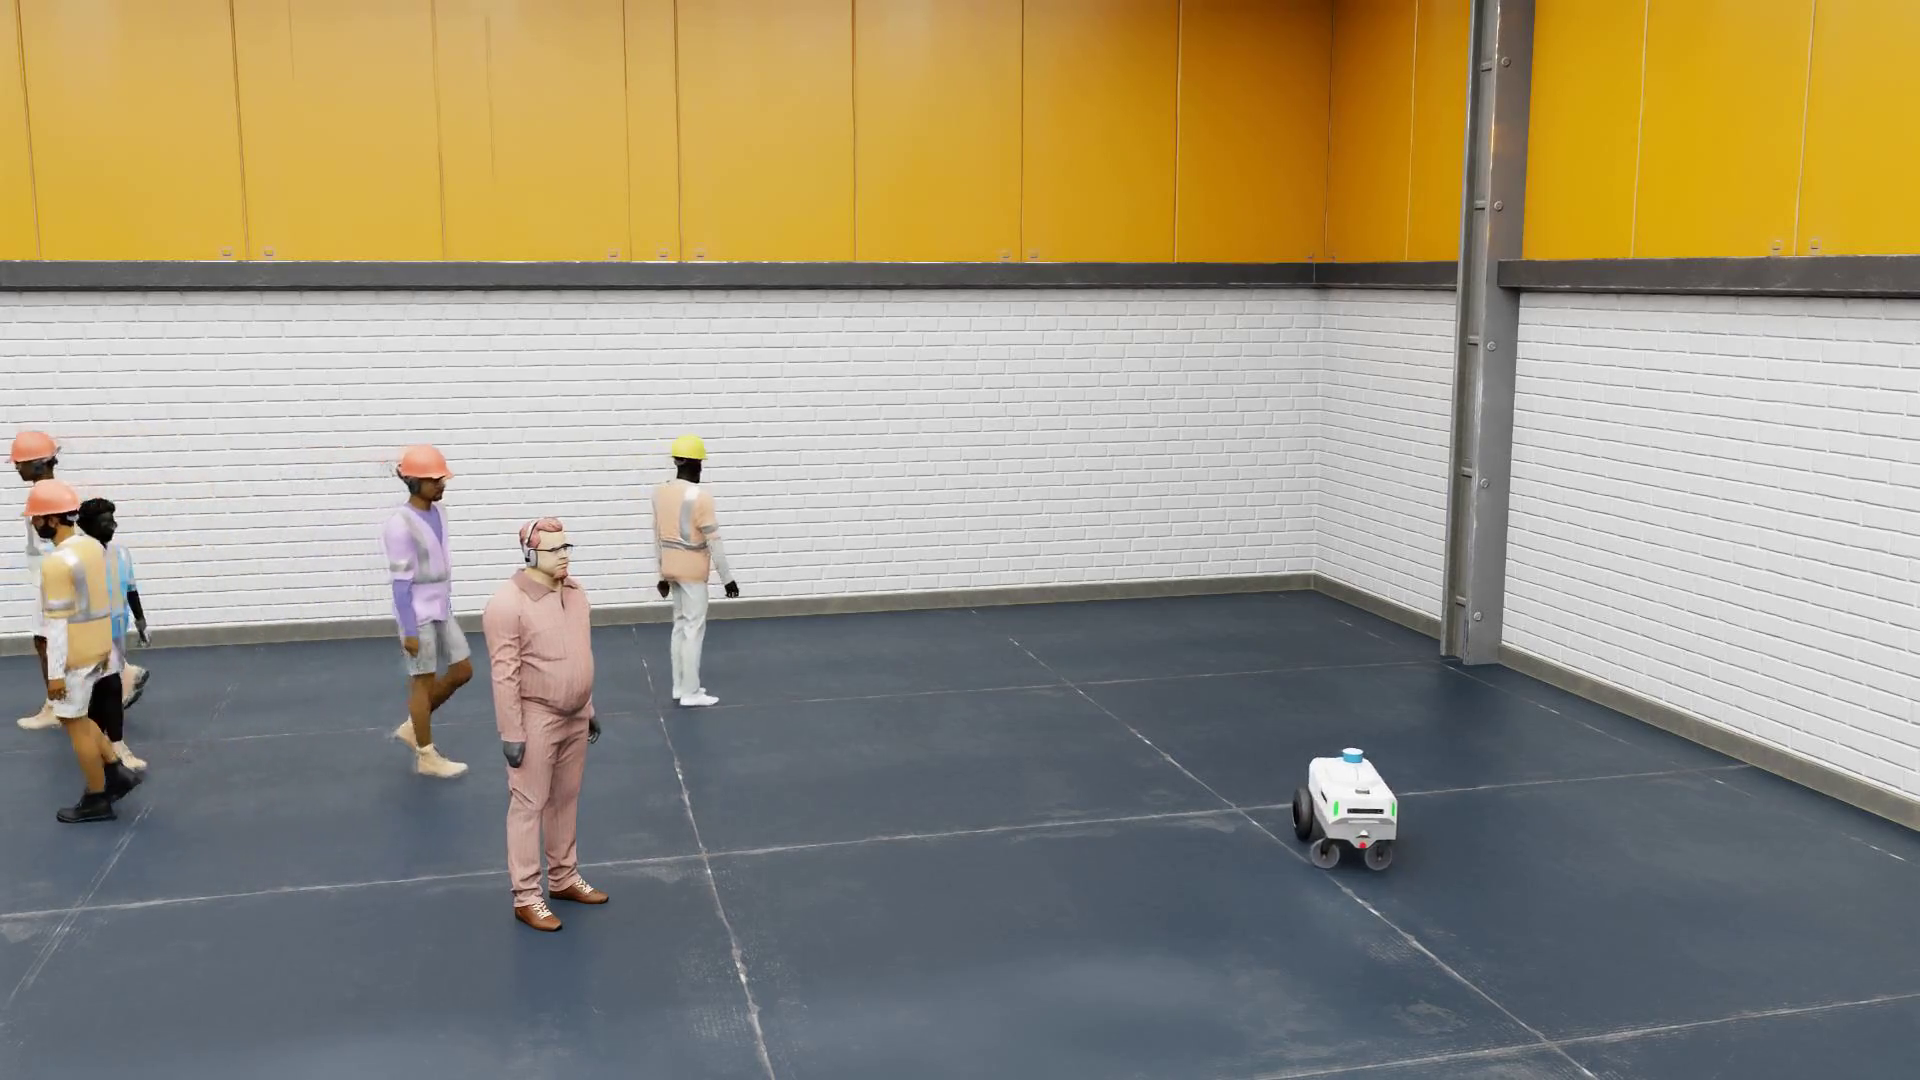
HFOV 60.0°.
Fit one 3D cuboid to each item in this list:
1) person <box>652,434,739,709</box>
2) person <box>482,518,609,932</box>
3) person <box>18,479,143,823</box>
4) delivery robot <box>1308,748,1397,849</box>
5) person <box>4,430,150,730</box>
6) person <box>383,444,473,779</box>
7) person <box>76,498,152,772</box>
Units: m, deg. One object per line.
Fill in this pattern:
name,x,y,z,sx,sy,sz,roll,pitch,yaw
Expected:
person,-1.890,0.217,11.631,0.612,1.923,0.400,9,13,44
person,-1.910,0.841,7.795,0.408,1.909,0.638,4,10,24
person,-4.872,0.620,9.117,0.393,1.921,0.581,-1,9,-5
delivery robot,2.037,1.329,8.655,0.477,0.478,0.707,0,9,2
person,-5.913,0.264,11.044,0.722,2.021,0.606,-3,10,-17
person,-3.171,0.437,9.927,0.436,2.031,0.643,2,9,10
person,-5.133,0.578,10.115,0.656,1.671,0.558,2,9,13
